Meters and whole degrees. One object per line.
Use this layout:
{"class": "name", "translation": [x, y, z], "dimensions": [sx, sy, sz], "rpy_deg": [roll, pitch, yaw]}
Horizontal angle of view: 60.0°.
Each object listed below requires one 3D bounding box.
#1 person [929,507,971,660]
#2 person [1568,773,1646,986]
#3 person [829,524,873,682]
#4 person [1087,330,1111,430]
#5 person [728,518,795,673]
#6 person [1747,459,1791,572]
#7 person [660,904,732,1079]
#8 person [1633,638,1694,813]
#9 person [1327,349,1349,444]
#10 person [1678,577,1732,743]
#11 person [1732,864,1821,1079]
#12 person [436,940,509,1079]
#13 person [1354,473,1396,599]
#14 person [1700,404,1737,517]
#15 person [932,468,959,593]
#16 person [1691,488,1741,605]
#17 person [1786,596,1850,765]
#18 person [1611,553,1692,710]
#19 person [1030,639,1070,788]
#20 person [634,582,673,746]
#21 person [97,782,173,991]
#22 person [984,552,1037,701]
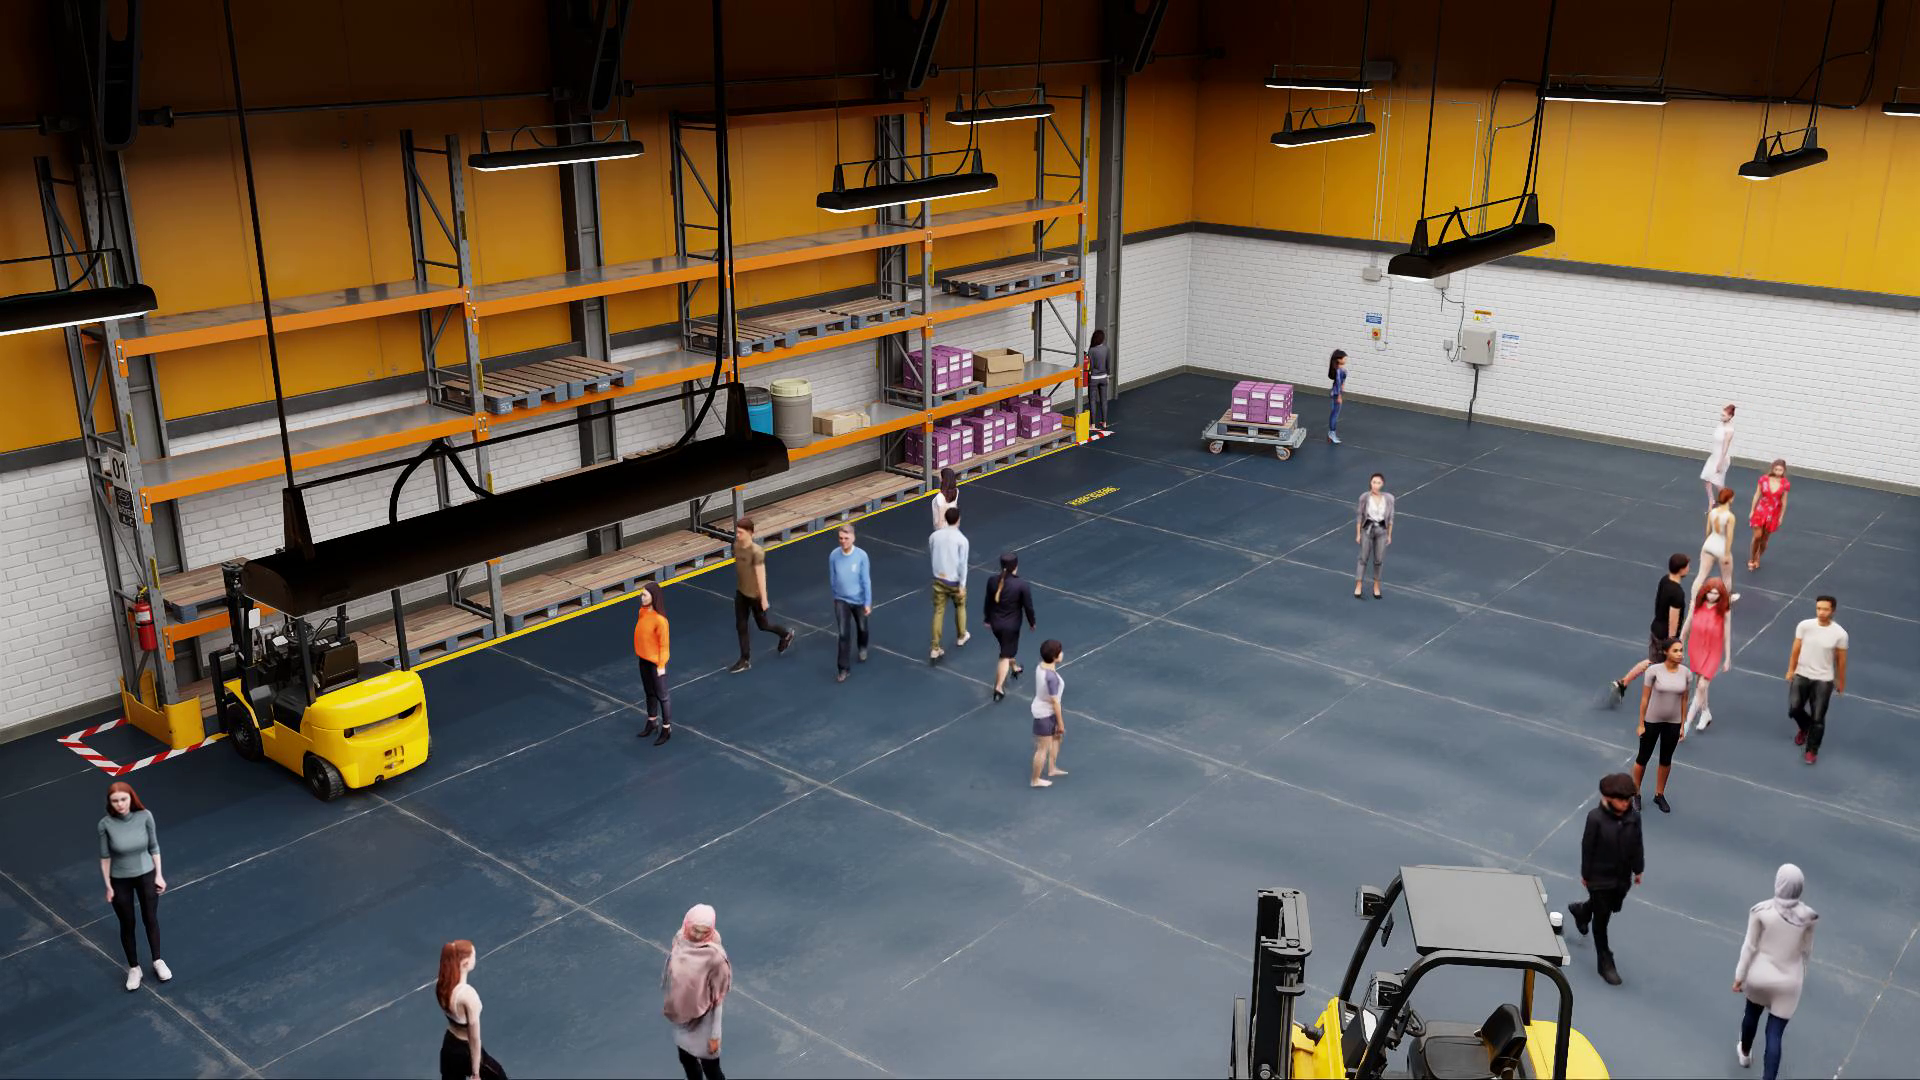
{"class": "person", "translation": [-0.174, 0.542, 19.514], "dimensions": [0.906, 1.762, 1.220], "rpy_deg": [8, 20, 23]}
{"class": "person", "translation": [5.179, 2.624, 13.358], "dimensions": [1.127, 1.747, 1.130], "rpy_deg": [-5, 19, -15]}
{"class": "person", "translation": [-1.223, 0.658, 19.173], "dimensions": [1.083, 1.760, 1.312], "rpy_deg": [3, 19, 8]}
{"class": "person", "translation": [2.461, -2.878, 29.661], "dimensions": [0.603, 1.768, 0.748], "rpy_deg": [-9, 20, -24]}
{"class": "person", "translation": [-2.339, 0.613, 19.212], "dimensions": [0.671, 1.821, 1.128], "rpy_deg": [16, 24, 40]}
{"class": "person", "translation": [10.935, -0.363, 22.499], "dimensions": [0.682, 1.574, 0.750], "rpy_deg": [9, 21, 24]}
{"class": "person", "translation": [-1.828, 3.260, 11.403], "dimensions": [0.567, 1.788, 0.716], "rpy_deg": [-13, 22, -33]}
{"class": "person", "translation": [6.723, 1.751, 15.950], "dimensions": [0.690, 1.746, 0.715], "rpy_deg": [2, 19, 6]}
{"class": "person", "translation": [6.516, -2.495, 28.754], "dimensions": [0.746, 1.622, 0.632], "rpy_deg": [4, 19, 13]}
{"class": "person", "translation": [7.862, 1.217, 17.482], "dimensions": [1.035, 1.780, 0.711], "rpy_deg": [-17, 25, -41]}
{"class": "person", "translation": [5.759, 3.173, 11.736], "dimensions": [0.858, 1.741, 1.202], "rpy_deg": [7, 20, 19]}
{"class": "person", "translation": [-3.335, 3.468, 10.914], "dimensions": [0.609, 1.706, 1.122], "rpy_deg": [16, 25, 40]}
{"class": "person", "translation": [5.340, -0.064, 21.449], "dimensions": [0.711, 1.677, 0.728], "rpy_deg": [3, 19, 10]}
{"class": "person", "translation": [11.269, -1.126, 24.439], "dimensions": [0.791, 1.780, 0.725], "rpy_deg": [0, 19, 1]}
{"class": "person", "translation": [-0.170, -0.115, 21.586], "dimensions": [0.700, 1.685, 0.516], "rpy_deg": [10, 21, 28]}
{"class": "person", "translation": [9.446, 0.168, 20.884], "dimensions": [1.097, 1.596, 0.807], "rpy_deg": [-11, 21, -29]}
{"class": "person", "translation": [8.736, 1.380, 16.981], "dimensions": [0.703, 1.791, 0.722], "rpy_deg": [12, 22, 31]}
{"class": "person", "translation": [7.551, 1.006, 18.008], "dimensions": [1.141, 1.844, 1.121], "rpy_deg": [0, 19, 1]}
{"class": "person", "translation": [0.786, 1.713, 16.377], "dimensions": [0.807, 1.546, 0.745], "rpy_deg": [-5, 19, -13]}
{"class": "person", "translation": [-3.198, 1.267, 17.384], "dimensions": [0.583, 1.748, 0.637], "rpy_deg": [-17, 25, -41]}
{"class": "person", "translation": [-6.522, 2.701, 13.136], "dimensions": [0.585, 1.742, 0.708], "rpy_deg": [-10, 21, -28]}
{"class": "person", "translation": [0.484, 0.994, 18.374], "dimensions": [0.820, 1.635, 1.070], "rpy_deg": [10, 21, 28]}
